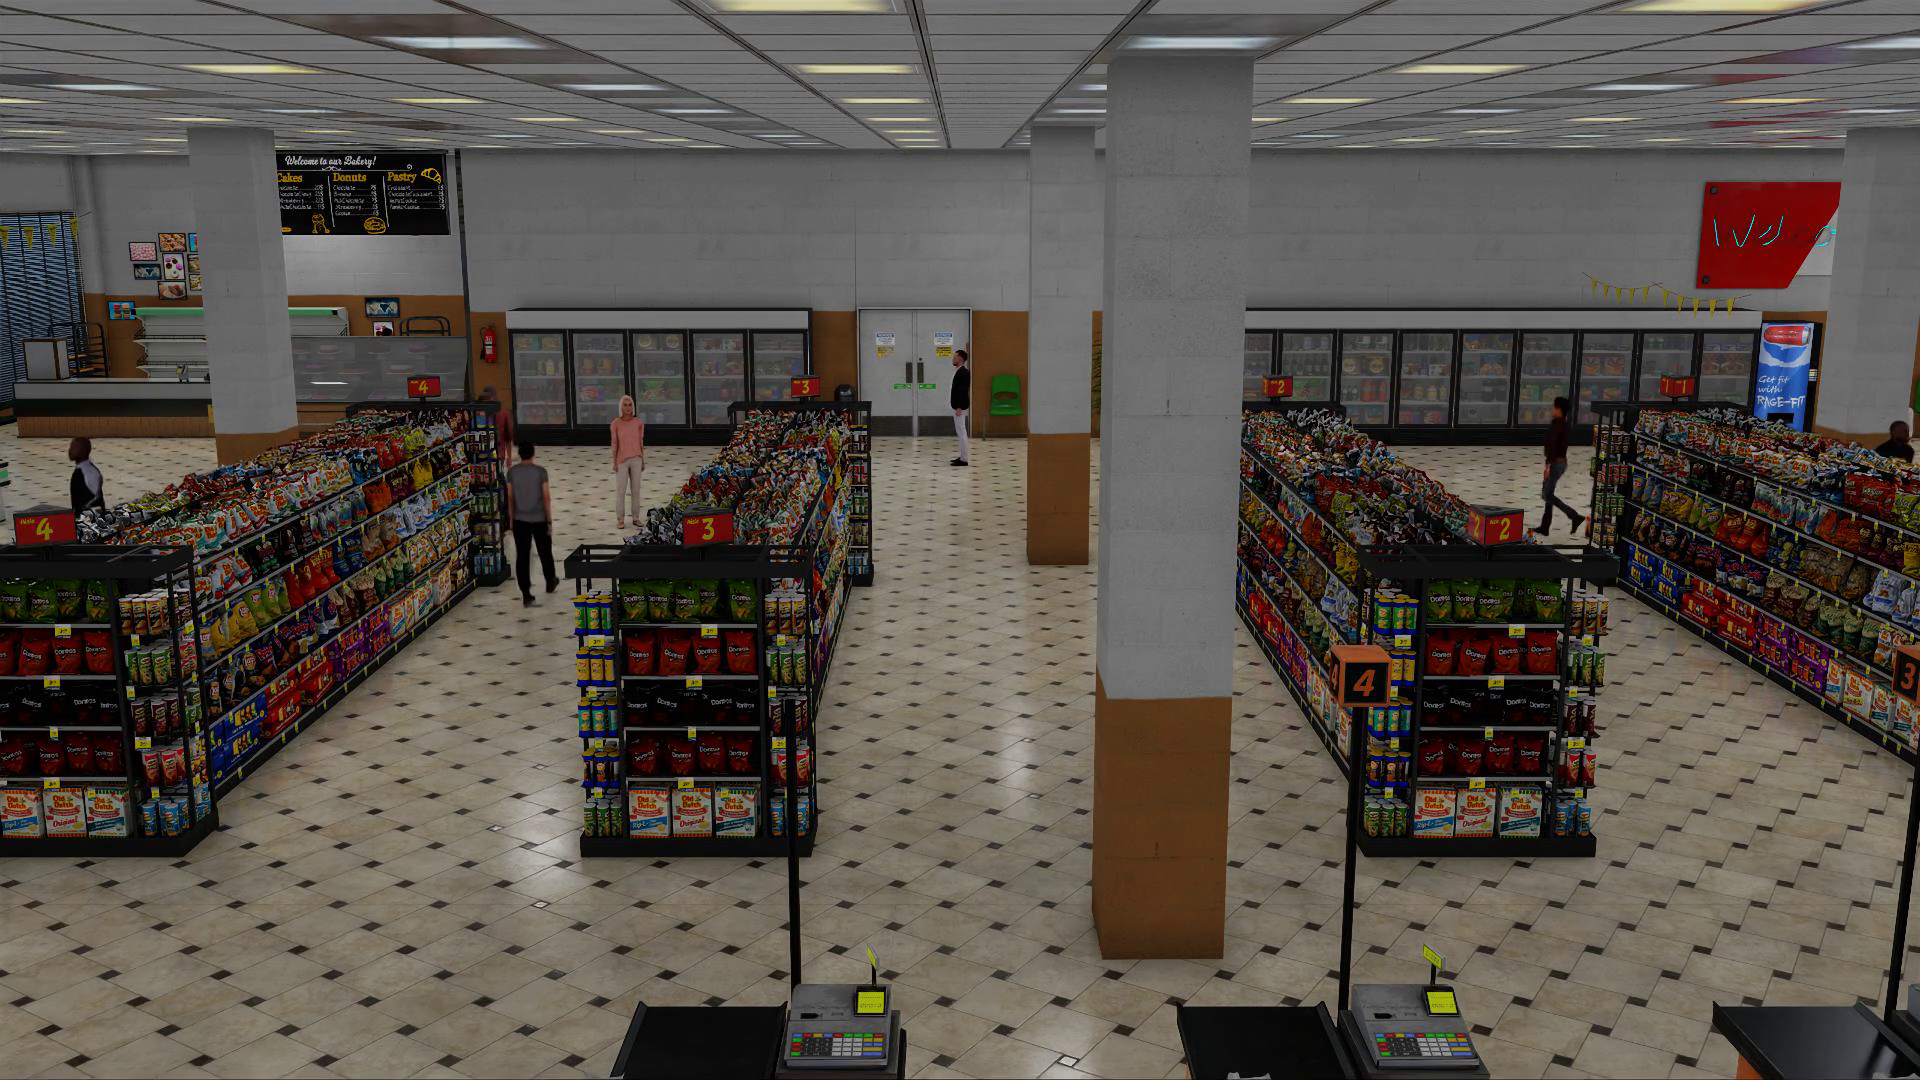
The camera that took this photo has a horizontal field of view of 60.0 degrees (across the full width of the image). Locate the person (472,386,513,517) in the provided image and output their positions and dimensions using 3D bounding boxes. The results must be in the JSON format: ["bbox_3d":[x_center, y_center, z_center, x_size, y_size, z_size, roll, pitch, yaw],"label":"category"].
[{"bbox_3d":[-6.051,-1.059,21.588,1.204,1.786,1.292,-10,16,-41],"label":"person"}]

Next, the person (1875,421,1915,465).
[{"bbox_3d":[10.331,-0.439,18.679,1.077,1.773,1.238,-8,14,-32],"label":"person"}]

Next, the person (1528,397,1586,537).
[{"bbox_3d":[7.538,-0.891,20.835,0.987,1.769,0.996,7,14,31],"label":"person"}]

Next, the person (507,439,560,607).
[{"bbox_3d":[-4.539,-0.164,17.486,0.657,1.726,1.005,0,12,-1],"label":"person"}]

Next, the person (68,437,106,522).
[{"bbox_3d":[-8.979,-0.183,17.359,0.887,1.815,0.813,-10,15,-39],"label":"person"}]

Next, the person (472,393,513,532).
[{"bbox_3d":[-6.059,-0.938,20.987,0.899,1.797,0.964,10,16,41],"label":"person"}]

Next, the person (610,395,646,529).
[{"bbox_3d":[-4.300,-1.025,21.577,0.675,1.725,0.669,-6,13,-27],"label":"person"}]

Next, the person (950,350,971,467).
[{"bbox_3d":[0.025,-2.104,26.409,0.724,1.844,0.507,1,12,4],"label":"person"}]
